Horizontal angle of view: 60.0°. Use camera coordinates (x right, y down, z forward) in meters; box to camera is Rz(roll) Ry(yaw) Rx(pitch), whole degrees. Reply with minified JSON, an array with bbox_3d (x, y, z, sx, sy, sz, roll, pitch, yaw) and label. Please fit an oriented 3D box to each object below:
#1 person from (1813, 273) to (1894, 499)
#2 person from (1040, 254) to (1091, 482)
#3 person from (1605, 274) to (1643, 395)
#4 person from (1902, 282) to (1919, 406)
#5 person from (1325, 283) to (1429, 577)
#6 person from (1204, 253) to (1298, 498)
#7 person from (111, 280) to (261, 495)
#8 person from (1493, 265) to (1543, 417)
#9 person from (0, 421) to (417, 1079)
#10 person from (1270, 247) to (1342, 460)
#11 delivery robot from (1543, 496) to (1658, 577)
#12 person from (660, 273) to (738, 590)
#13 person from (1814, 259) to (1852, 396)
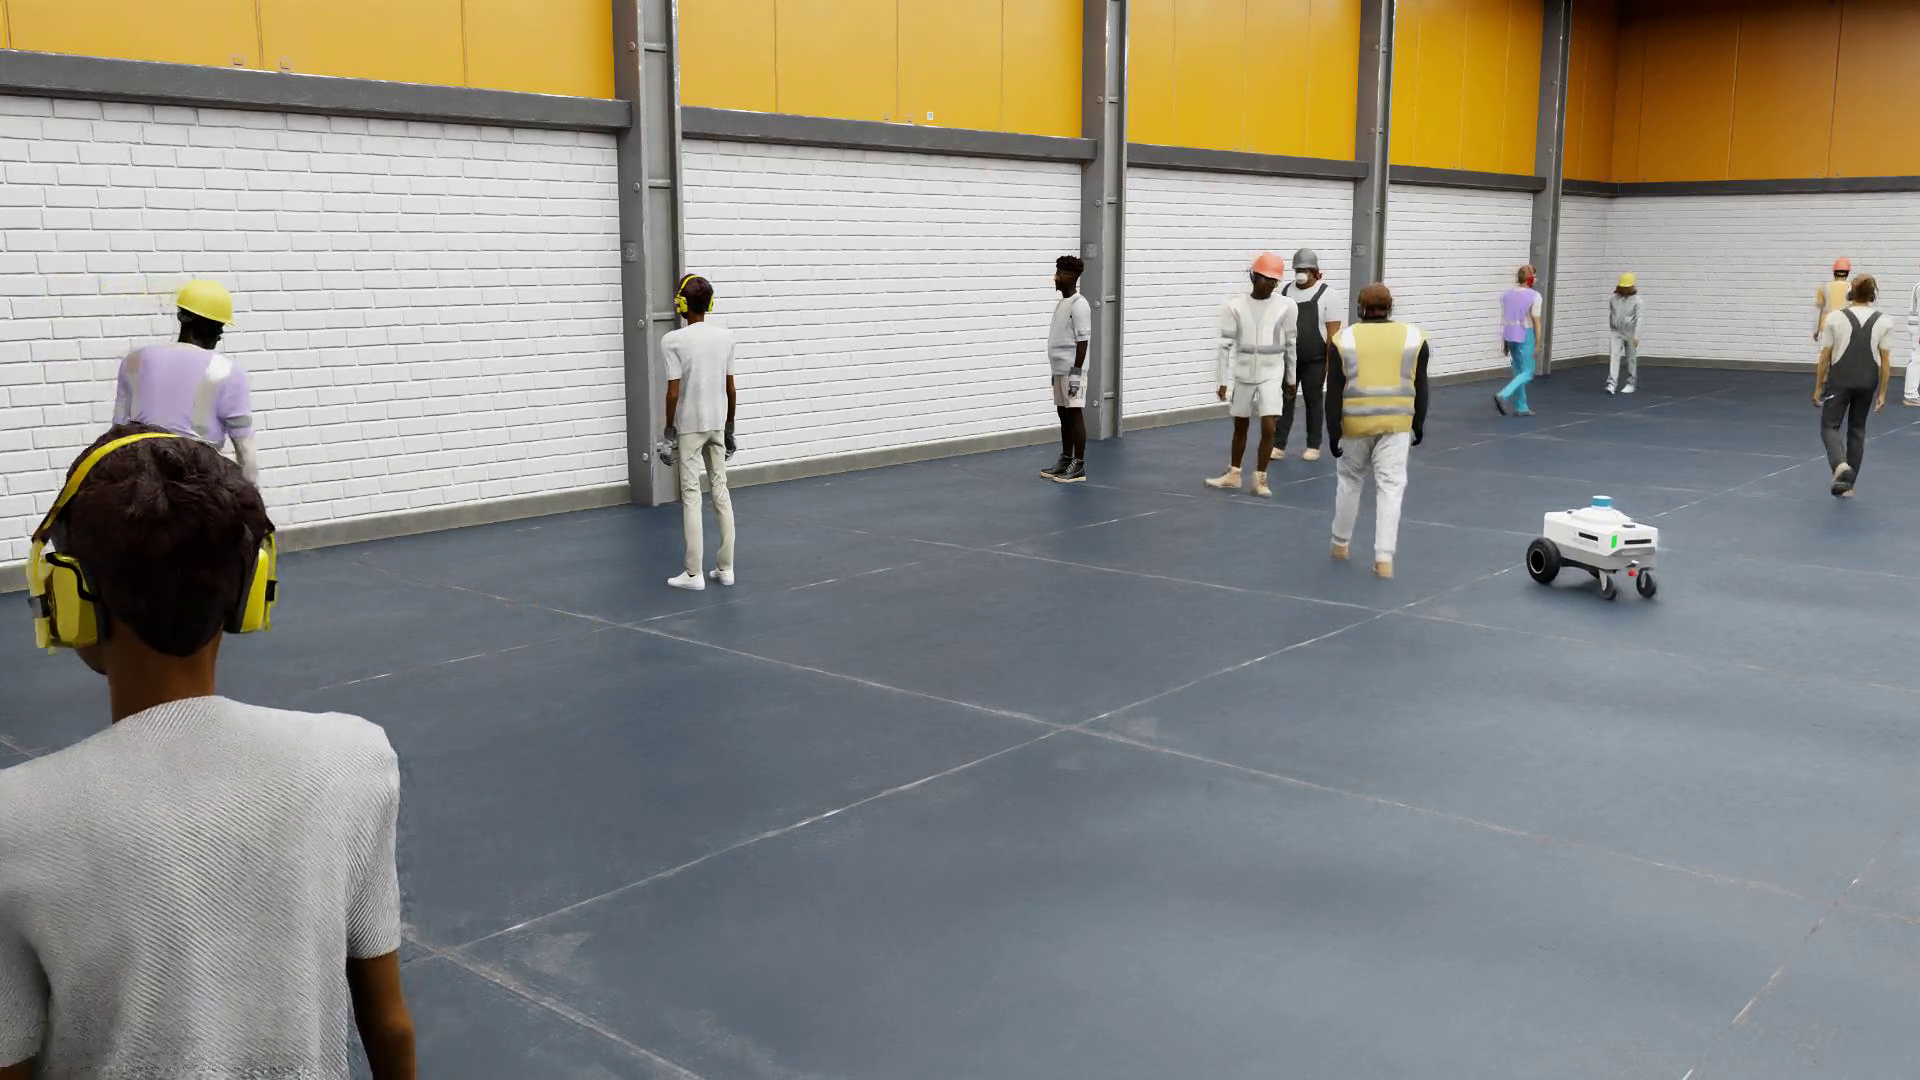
[{"bbox_3d":[7.128,-1.210,13.271,0.530,1.826,0.563,3,10,14],"label":"person"},{"bbox_3d":[0.935,-1.489,14.473,0.367,1.966,0.606,-3,10,-16],"label":"person"},{"bbox_3d":[9.205,-2.838,23.011,0.490,1.660,0.979,8,13,39],"label":"person"},{"bbox_3d":[12.396,-2.669,21.423,0.345,1.882,0.584,5,11,26],"label":"person"},{"bbox_3d":[2.619,-0.709,10.519,0.648,1.801,0.926,1,10,8],"label":"person"},{"bbox_3d":[2.375,-1.350,13.674,0.767,1.991,0.569,4,11,20],"label":"person"},{"bbox_3d":[-3.540,-0.240,7.613,0.625,1.871,0.595,1,10,5],"label":"person"},{"bbox_3d":[6.652,-2.355,19.813,0.669,1.825,0.568,-5,11,-25],"label":"person"},{"bbox_3d":[-0.788,0.801,1.778,0.721,1.848,0.530,7,12,36],"label":"person"},{"bbox_3d":[3.253,-1.773,15.877,0.678,2.000,0.535,7,12,34],"label":"person"},{"bbox_3d":[3.785,-0.018,9.847,0.477,0.478,0.707,-3,10,-16],"label":"delivery robot"},{"bbox_3d":[-1.554,-0.640,9.899,0.509,1.877,0.328,-9,13,-41],"label":"person"},{"bbox_3d":[12.072,-2.926,22.935,0.554,1.878,1.032,6,11,29],"label":"person"}]
